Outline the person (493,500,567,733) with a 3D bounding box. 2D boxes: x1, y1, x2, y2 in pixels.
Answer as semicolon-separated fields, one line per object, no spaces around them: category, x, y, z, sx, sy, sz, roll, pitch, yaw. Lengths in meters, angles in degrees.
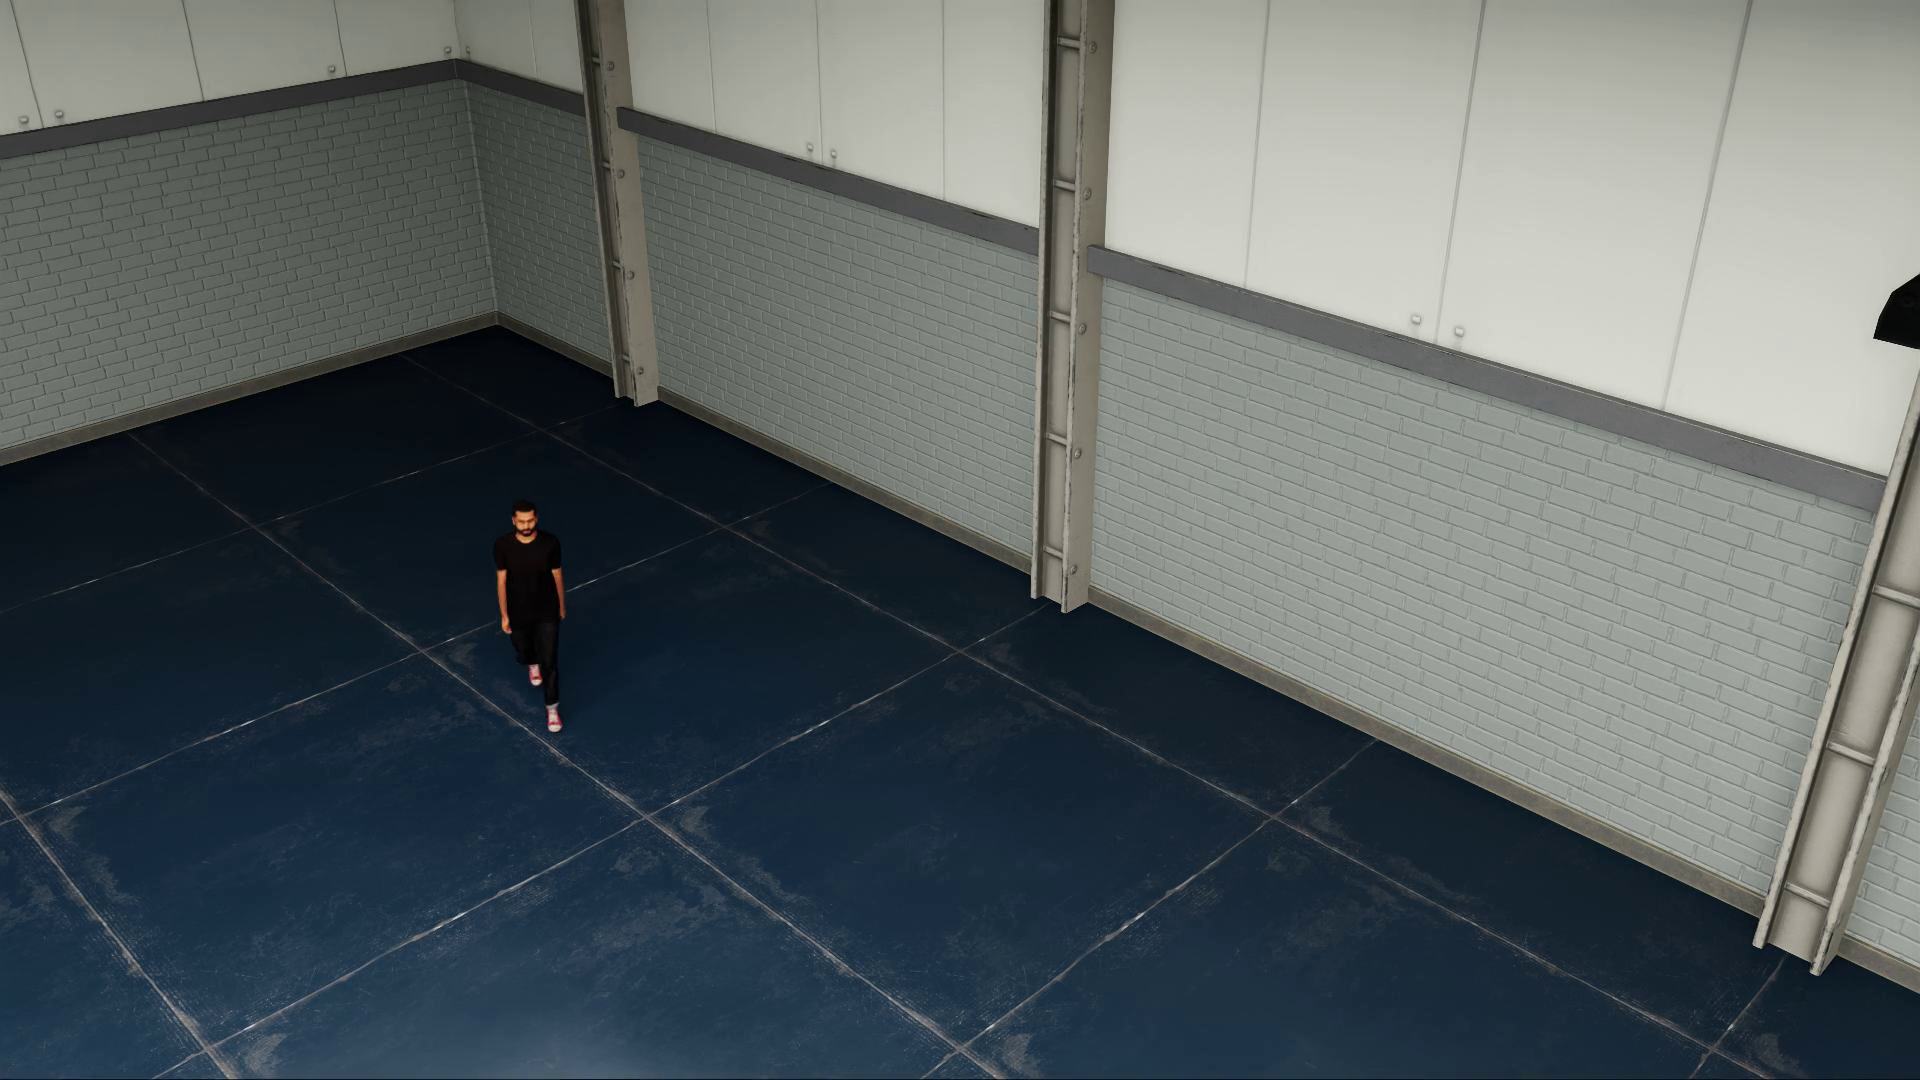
person;-3.095;0.479;12.011;0.987;1.734;1.146;-6;29;-11
